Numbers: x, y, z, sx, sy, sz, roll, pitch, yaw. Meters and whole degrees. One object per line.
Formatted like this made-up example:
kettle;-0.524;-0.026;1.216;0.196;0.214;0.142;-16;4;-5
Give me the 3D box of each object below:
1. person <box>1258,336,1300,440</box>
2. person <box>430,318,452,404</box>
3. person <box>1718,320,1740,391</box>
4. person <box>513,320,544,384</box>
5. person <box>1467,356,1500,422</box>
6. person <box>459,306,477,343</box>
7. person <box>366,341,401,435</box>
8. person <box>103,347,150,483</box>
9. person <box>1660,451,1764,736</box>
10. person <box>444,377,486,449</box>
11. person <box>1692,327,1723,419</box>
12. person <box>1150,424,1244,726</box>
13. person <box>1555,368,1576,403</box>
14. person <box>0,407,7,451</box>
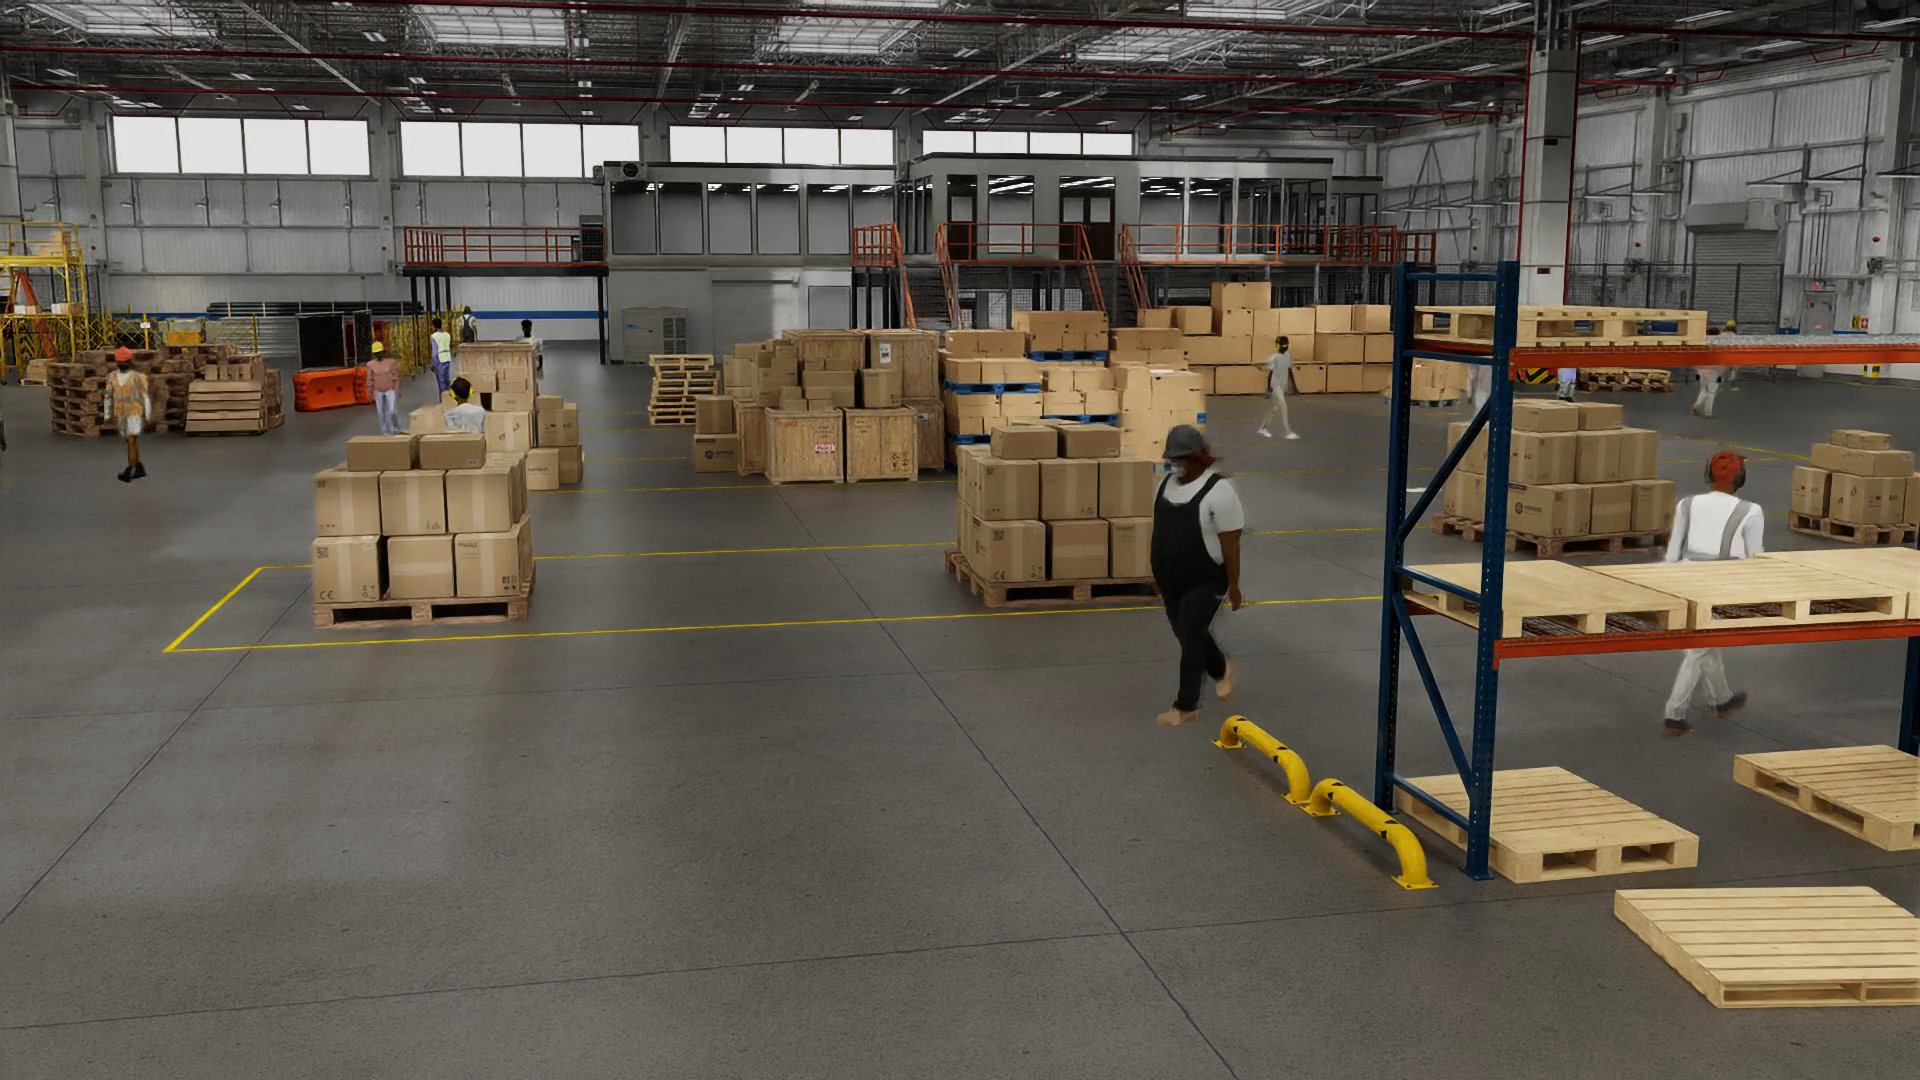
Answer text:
person;5.608;-2.675;29.180;0.533;1.823;0.989;-9;13;-44
person;-11.158;-3.809;35.783;0.398;1.915;0.589;3;10;19
person;18.679;-4.462;40.344;0.754;1.713;0.506;-7;11;-35
person;-8.781;-3.490;33.808;0.620;1.936;0.502;0;9;-2
person;8.540;-2.341;26.833;0.630;1.921;0.594;-1;9;-7
person;-14.809;-6.125;50.107;0.517;1.843;0.326;0;9;-2
person;-9.928;-2.556;28.656;0.543;1.733;0.499;-1;9;-8
person;-11.734;-1.765;23.431;0.552;1.886;1.012;0;9;0
person;4.886;0.338;10.792;1.017;1.824;0.561;-6;11;-32
person;-5.182;-0.774;17.434;0.333;1.866;0.515;7;11;35
person;14.854;-3.300;32.939;0.444;1.824;0.647;-3;10;-17
person;1.627;0.174;11.117;0.894;2.000;0.719;-7;12;-38
person;11.064;-2.940;30.409;0.543;1.939;0.355;-8;12;-41
person;-11.974;-1.265;20.310;0.581;1.895;0.927;-3;10;-19
